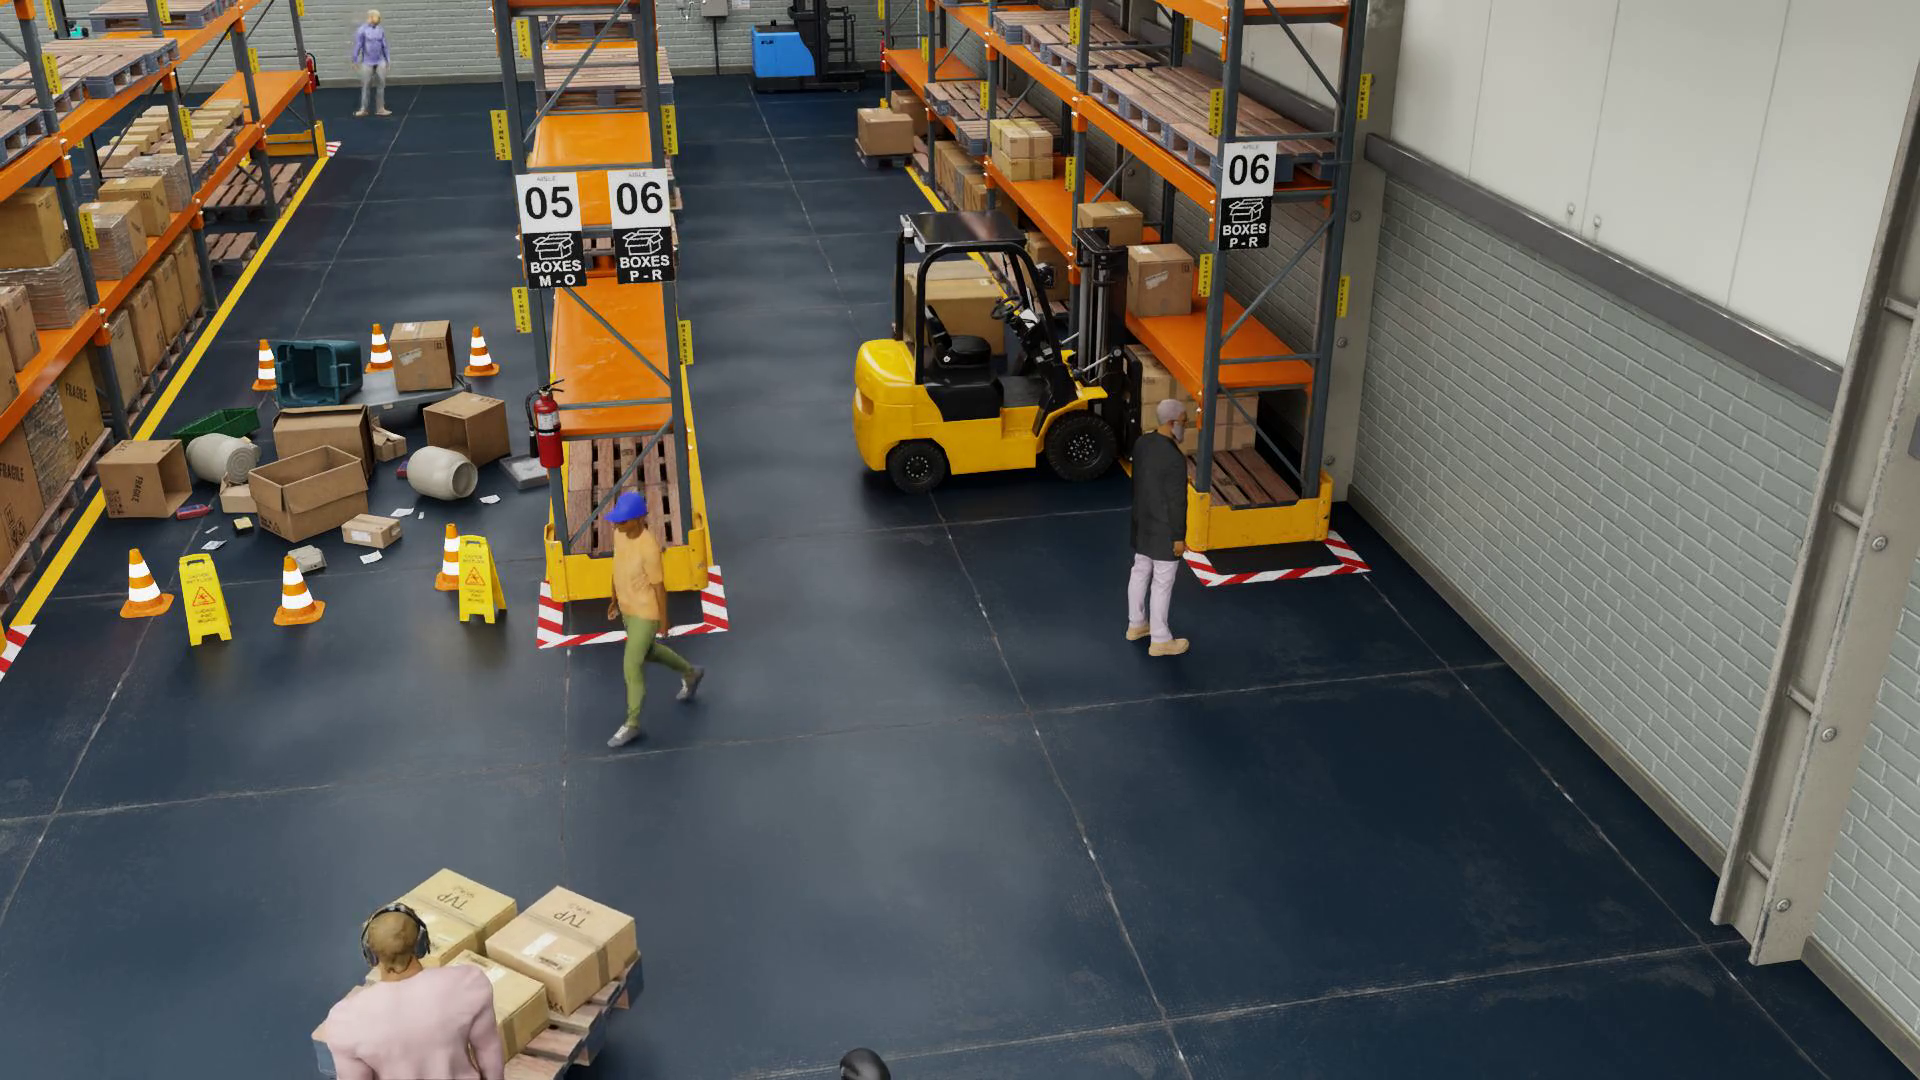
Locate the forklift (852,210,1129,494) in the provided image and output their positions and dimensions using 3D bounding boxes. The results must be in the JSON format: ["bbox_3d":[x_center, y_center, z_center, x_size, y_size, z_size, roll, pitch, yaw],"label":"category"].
[{"bbox_3d":[0.216,-1.659,14.366,2.313,2.155,1.214,-5,26,-10],"label":"forklift"}]

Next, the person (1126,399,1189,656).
[{"bbox_3d":[1.374,-0.094,11.494,0.405,1.852,0.545,-13,29,-25],"label":"person"}]

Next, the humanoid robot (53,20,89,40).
[{"bbox_3d":[-14.584,-7.764,27.673,0.532,1.783,1.025,-20,32,-35],"label":"humanoid robot"}]

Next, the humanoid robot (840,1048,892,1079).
[{"bbox_3d":[-0.384,2.560,6.177,0.421,1.651,0.611,21,33,37],"label":"humanoid robot"}]

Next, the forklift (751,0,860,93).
[{"bbox_3d":[-2.872,-9.679,30.288,1.873,2.768,1.129,-5,26,-10],"label":"forklift"}]

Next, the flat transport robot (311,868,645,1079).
[{"bbox_3d":[-2.280,2.422,8.084,0.659,0.231,1.431,7,27,15],"label":"flat transport robot"}]

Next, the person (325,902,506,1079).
[{"bbox_3d":[-2.085,2.243,6.538,0.627,1.934,0.370,-12,28,-24],"label":"person"}]

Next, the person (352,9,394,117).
[{"bbox_3d":[-10.040,-8.099,28.272,0.395,1.762,0.729,23,34,39],"label":"person"}]

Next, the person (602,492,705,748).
[{"bbox_3d":[-1.988,0.431,10.586,0.784,1.683,0.443,-21,33,-36],"label":"person"}]
